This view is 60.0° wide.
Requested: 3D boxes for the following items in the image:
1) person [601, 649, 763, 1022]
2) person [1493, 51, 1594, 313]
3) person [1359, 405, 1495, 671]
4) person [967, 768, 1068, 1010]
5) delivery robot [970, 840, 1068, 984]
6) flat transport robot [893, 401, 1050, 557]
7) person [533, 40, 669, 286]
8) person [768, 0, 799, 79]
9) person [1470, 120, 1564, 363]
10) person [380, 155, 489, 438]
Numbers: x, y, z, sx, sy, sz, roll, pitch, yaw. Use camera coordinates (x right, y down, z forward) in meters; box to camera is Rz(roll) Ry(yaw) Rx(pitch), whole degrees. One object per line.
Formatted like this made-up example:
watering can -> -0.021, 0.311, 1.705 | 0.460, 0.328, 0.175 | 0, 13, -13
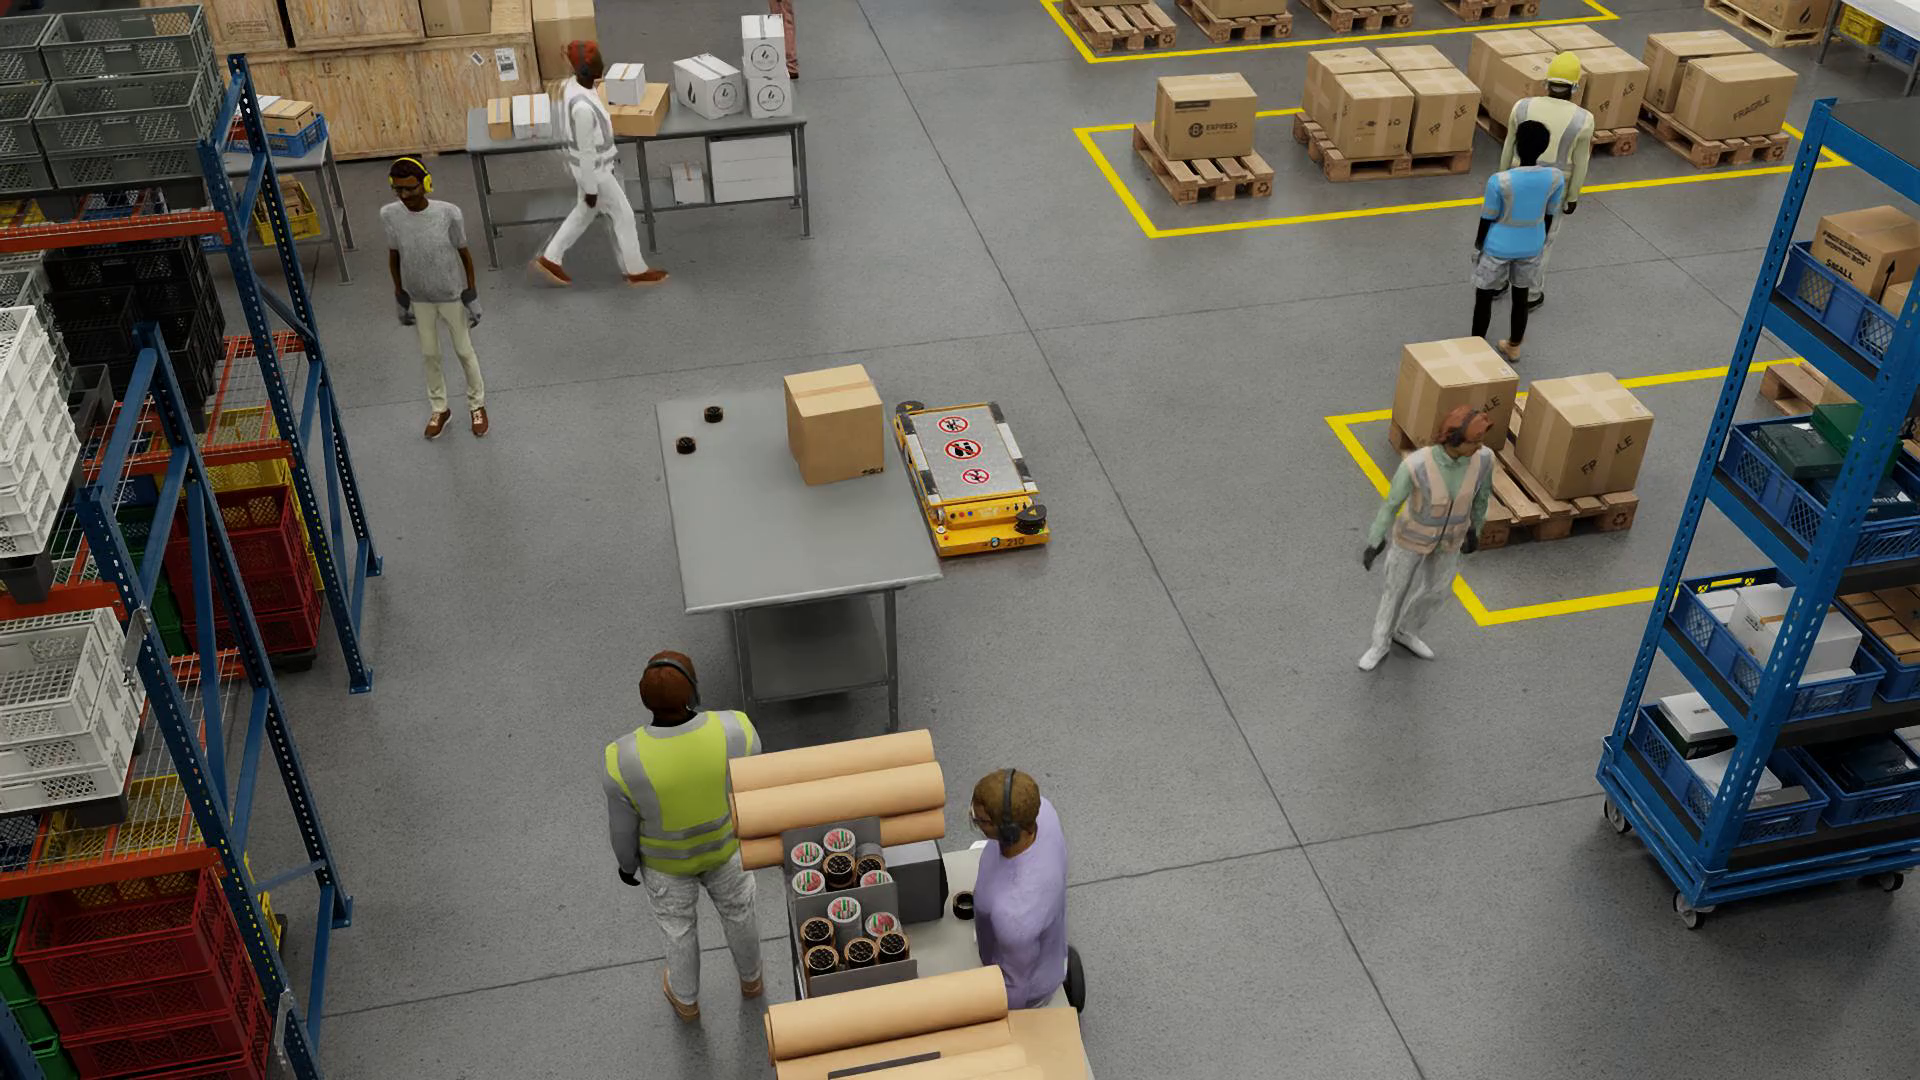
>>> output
person -> -1.072, 1.188, 6.630 | 0.633, 1.839, 0.429 | -14, 39, -18
person -> 4.048, -2.490, 11.590 | 0.591, 1.827, 0.403 | 25, 44, 30
person -> 2.342, 0.007, 8.399 | 0.608, 1.627, 0.341 | -6, 37, -8
person -> 0.206, 1.559, 6.060 | 0.367, 1.932, 0.628 | 5, 37, 7
delivery robot -> 0.234, 1.591, 7.081 | 0.477, 0.478, 0.707 | -5, 37, -6
flat transport robot -> 0.046, -0.430, 10.108 | 0.652, 0.197, 1.431 | -8, 37, -10
person -> -2.652, -2.627, 11.751 | 0.911, 1.852, 0.578 | -10, 38, -13
person -> -1.680, -5.154, 15.110 | 0.400, 1.900, 0.649 | -4, 37, -5
person -> 3.627, -1.932, 10.949 | 0.537, 1.692, 0.320 | -5, 37, -6
person -> -3.202, -1.475, 10.184 | 0.514, 1.871, 0.327 | -1, 37, -2
